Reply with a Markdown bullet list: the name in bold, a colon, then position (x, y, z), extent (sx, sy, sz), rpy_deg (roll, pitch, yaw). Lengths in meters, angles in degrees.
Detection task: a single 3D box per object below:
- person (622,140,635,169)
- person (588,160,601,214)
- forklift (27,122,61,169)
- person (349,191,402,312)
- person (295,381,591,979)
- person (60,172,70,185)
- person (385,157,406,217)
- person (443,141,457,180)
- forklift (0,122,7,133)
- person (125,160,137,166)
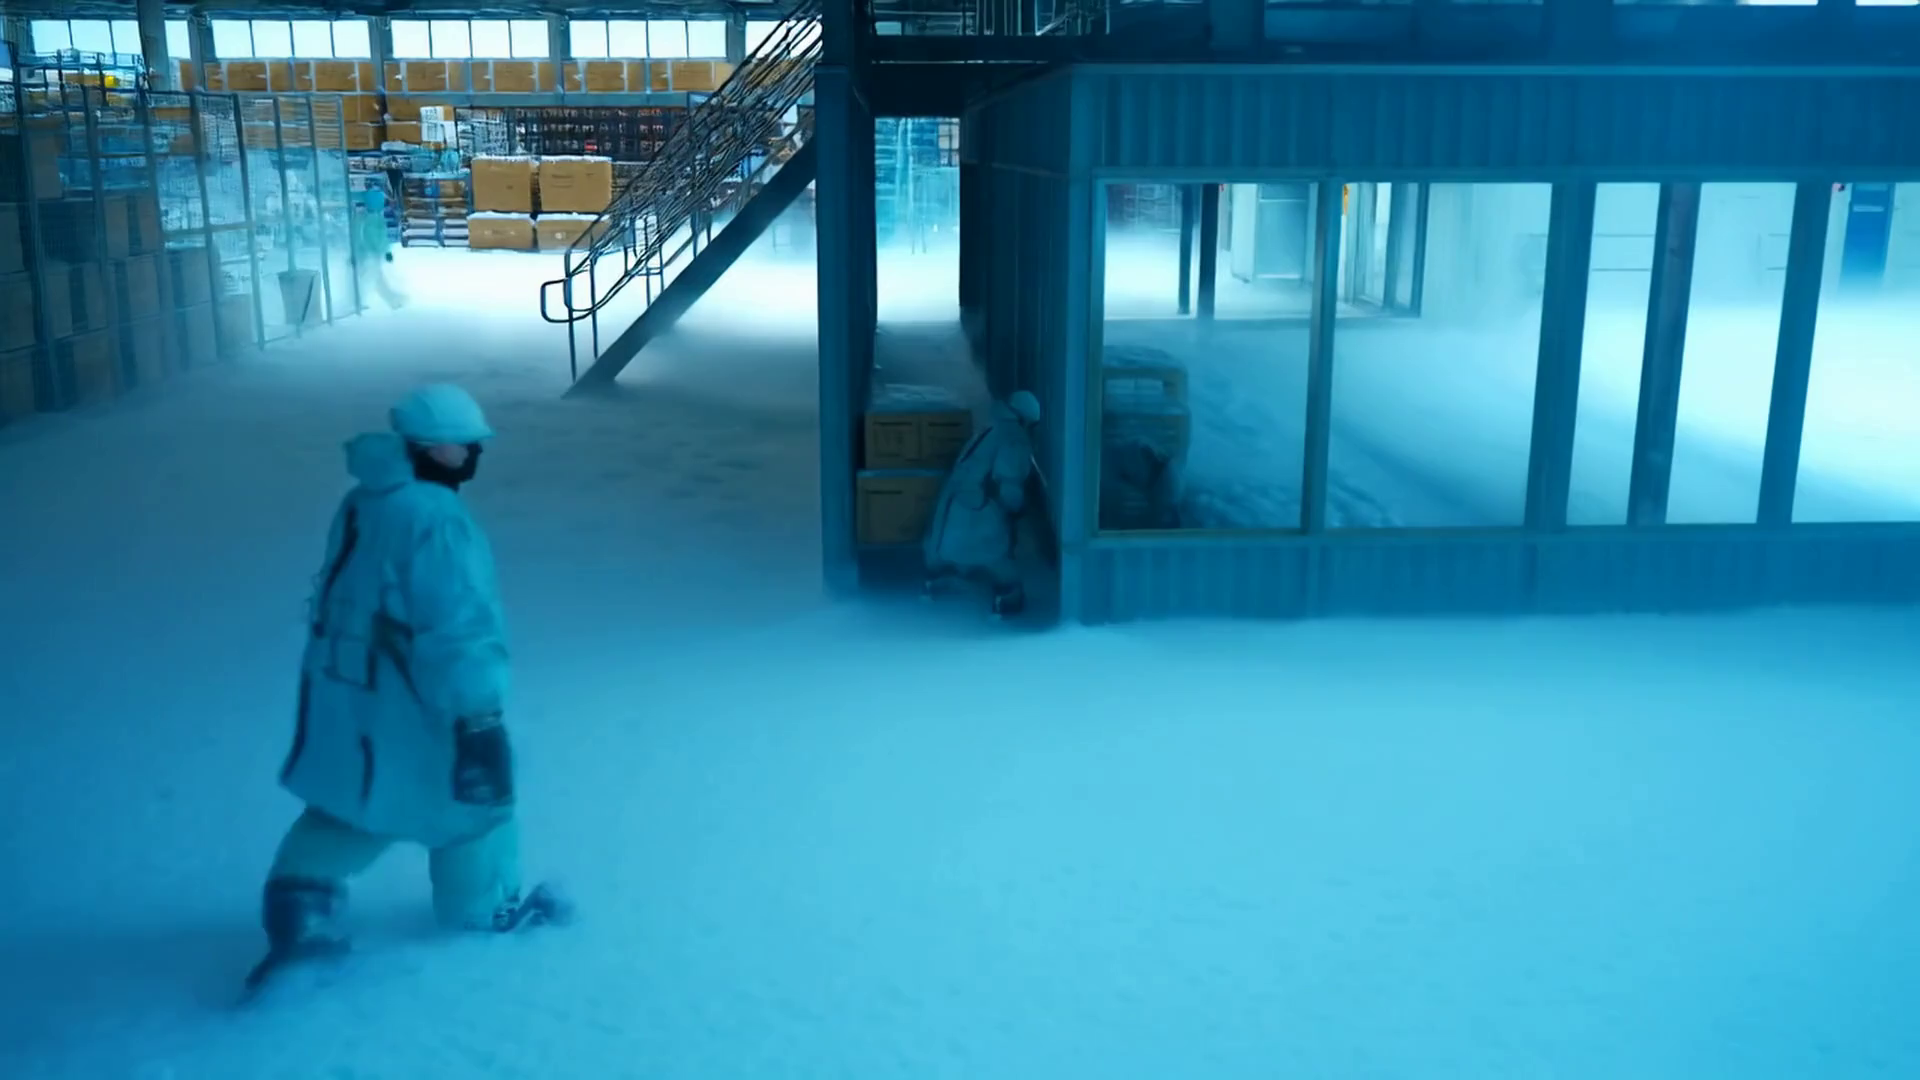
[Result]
- **person**: position (-16.557, -19.015, 83.194), extent (0.641, 1.966, 0.635), rpy_deg (-5, 15, -21)
- **person**: position (-10.137, -9.649, 46.167), extent (0.322, 1.765, 0.523), rpy_deg (-5, 15, -18)
- **forklift**: position (-35.376, -14.773, 64.377), extent (1.129, 2.768, 1.873), rpy_deg (-1, 14, -2)
- **person**: position (-8.759, -4.282, 24.704), extent (1.004, 1.784, 0.679), rpy_deg (5, 15, 19)
- **person**: position (-1.704, 0.467, 5.336), extent (0.920, 1.963, 0.623), rpy_deg (-13, 19, -41)
- **person**: position (-20.487, -7.643, 37.583), extent (0.683, 2.000, 0.538), rpy_deg (-1, 14, -5)
- **person**: position (-15.867, -9.807, 46.650), extent (0.541, 1.841, 0.761), rpy_deg (-2, 14, -8)
- **person**: position (-25.107, -18.671, 81.934), extent (0.645, 1.907, 0.400), rpy_deg (1, 14, 4)
- **forklift**: position (-38.339, -15.228, 66.196), extent (1.129, 2.768, 1.873), rpy_deg (-1, 14, -3)
- **person**: position (-34.891, -15.567, 70.079), extent (0.282, 1.633, 0.499), rpy_deg (13, 19, 42)
